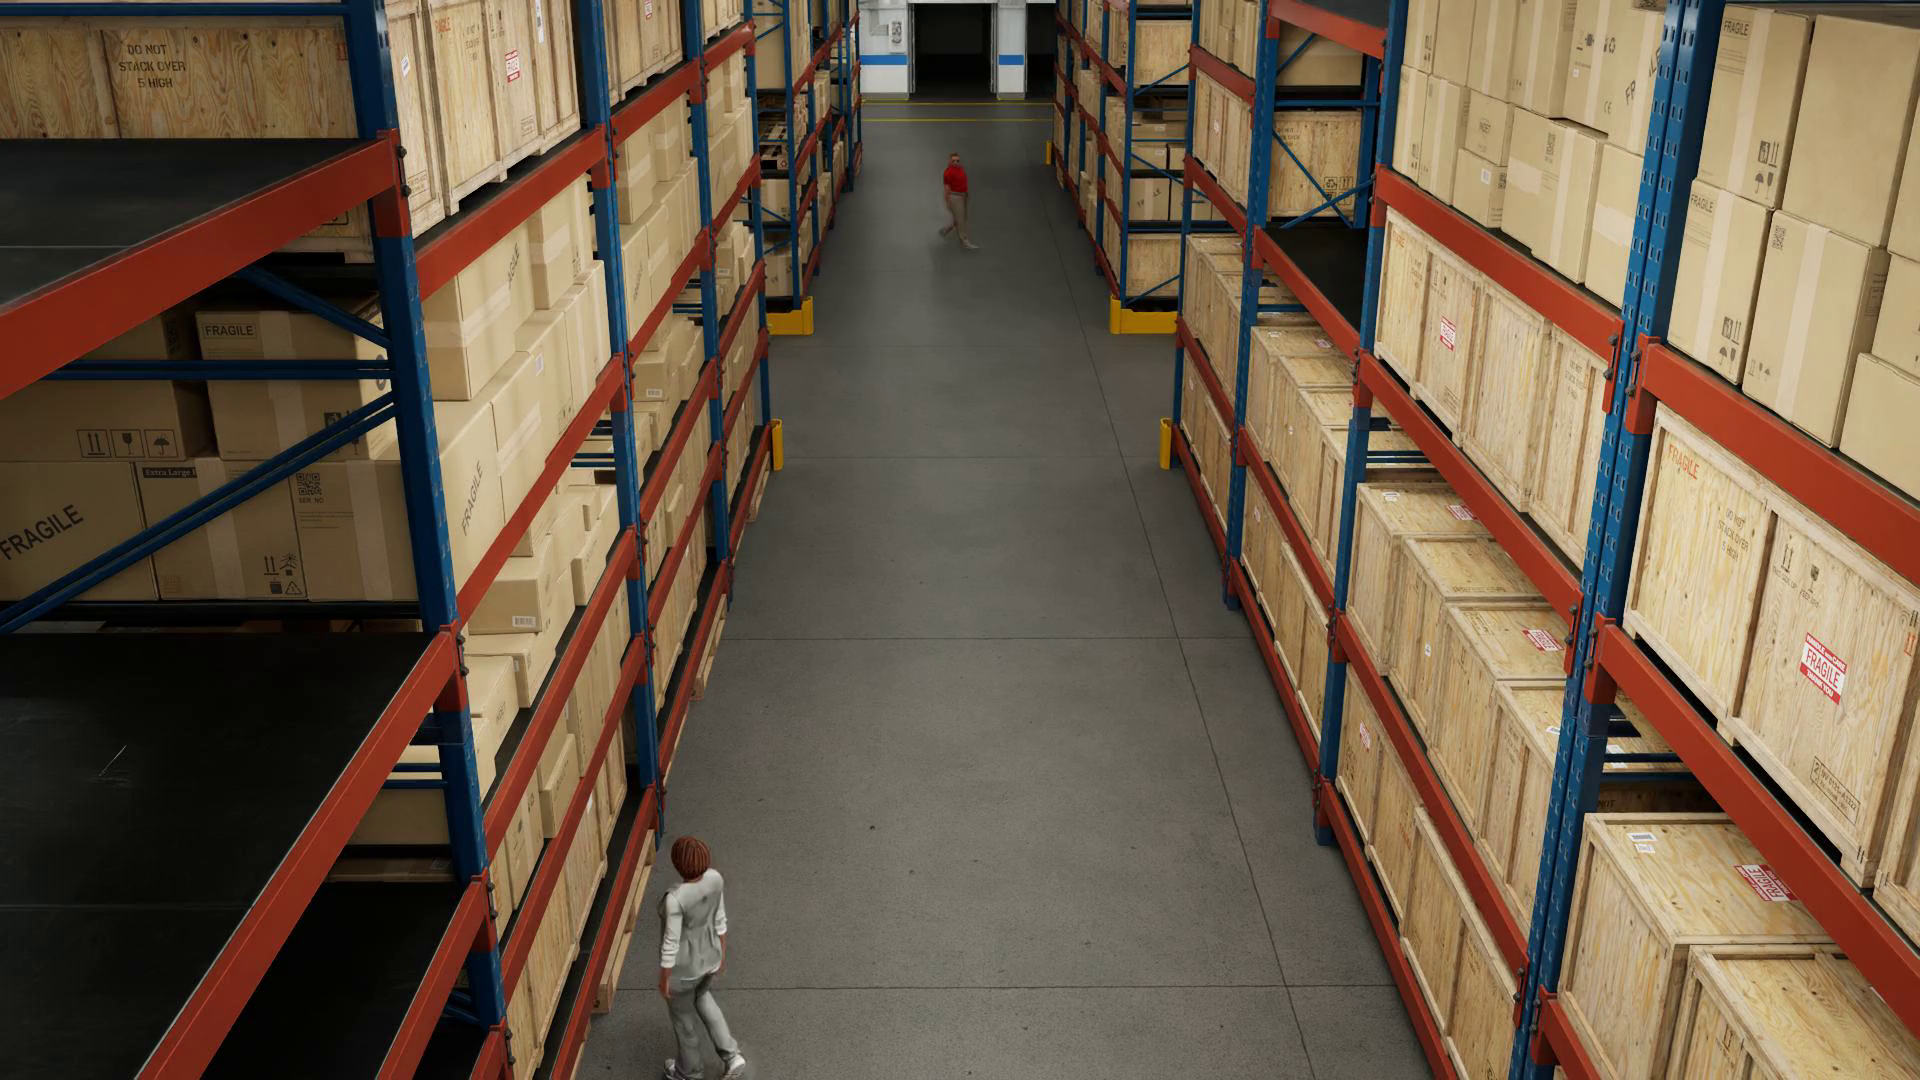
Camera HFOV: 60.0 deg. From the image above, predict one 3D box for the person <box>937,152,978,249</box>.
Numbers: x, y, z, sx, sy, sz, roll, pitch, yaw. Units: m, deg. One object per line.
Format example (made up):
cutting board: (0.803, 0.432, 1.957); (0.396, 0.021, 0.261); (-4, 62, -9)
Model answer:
person: (-0.050, -6.189, 30.267); (0.838, 1.713, 0.551); (8, 23, 20)

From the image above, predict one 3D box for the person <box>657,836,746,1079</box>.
person: (-1.446, 2.281, 8.930); (0.520, 1.594, 0.421); (16, 27, 35)
